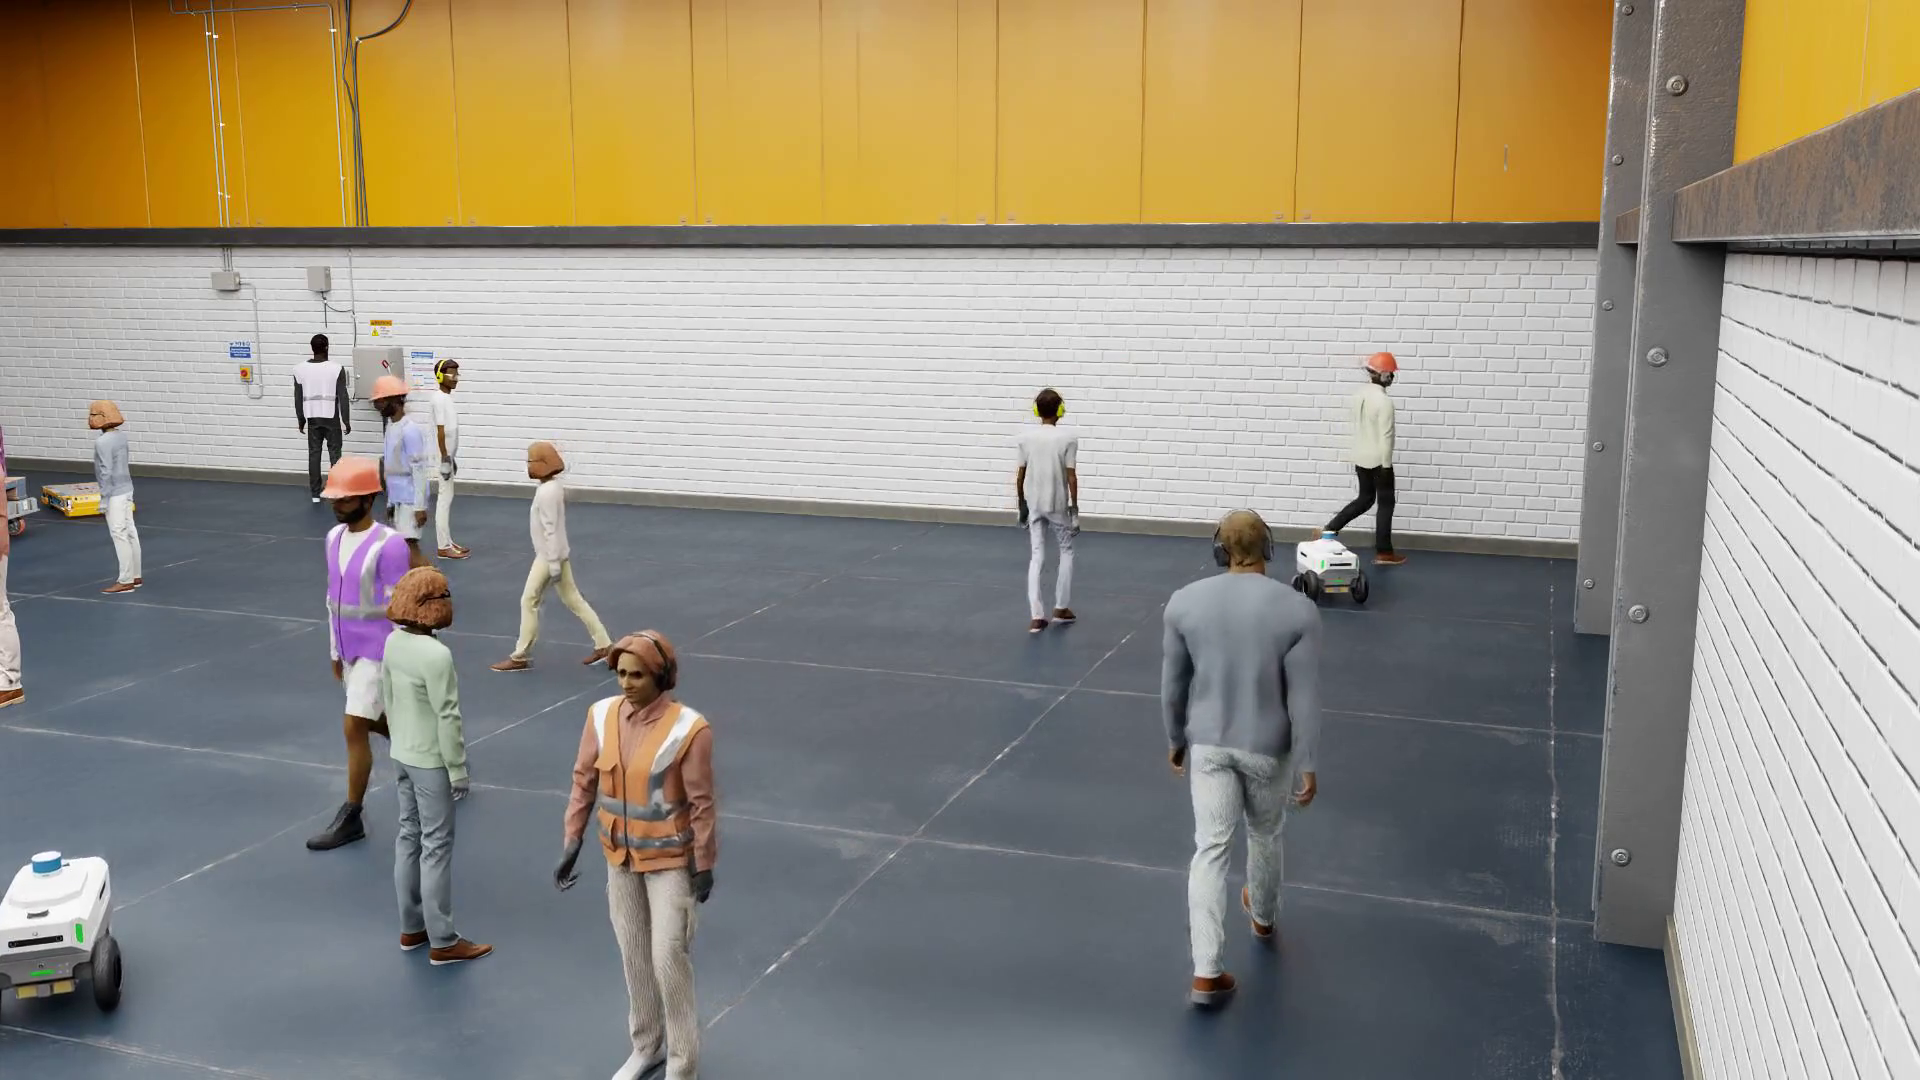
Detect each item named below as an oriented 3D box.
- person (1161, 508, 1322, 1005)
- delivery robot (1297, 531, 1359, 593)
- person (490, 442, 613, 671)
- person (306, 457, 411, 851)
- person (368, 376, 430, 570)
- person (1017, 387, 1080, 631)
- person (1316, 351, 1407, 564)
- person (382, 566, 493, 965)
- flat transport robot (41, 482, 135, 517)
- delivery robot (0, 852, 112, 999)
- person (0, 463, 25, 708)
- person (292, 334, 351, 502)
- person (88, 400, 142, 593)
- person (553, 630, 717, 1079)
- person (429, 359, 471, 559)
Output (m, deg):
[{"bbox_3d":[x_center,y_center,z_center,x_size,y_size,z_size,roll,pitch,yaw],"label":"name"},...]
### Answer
[{"bbox_3d":[1.115,0.823,6.618,0.655,1.875,1.039,3,11,17],"label":"person"},{"bbox_3d":[3.047,0.169,13.787,0.477,0.478,0.707,-1,10,-5],"label":"delivery robot"},{"bbox_3d":[-2.794,0.111,11.455,0.839,1.593,0.513,-1,10,-7],"label":"person"},{"bbox_3d":[-2.900,0.518,8.294,0.548,1.912,0.897,7,12,35],"label":"person"},{"bbox_3d":[-4.361,-0.324,13.058,0.423,1.908,0.645,-7,12,-33],"label":"person"},{"bbox_3d":[0.703,-0.238,12.744,0.560,1.837,0.688,4,11,22],"label":"person"},{"bbox_3d":[3.717,-0.739,15.186,0.770,1.972,0.621,-3,10,-15],"label":"person"},{"bbox_3d":[-2.175,0.914,6.818,0.285,1.634,0.499,-9,14,-43],"label":"person"},{"bbox_3d":[-9.680,-0.467,18.434,0.652,0.197,1.431,-8,13,-38],"label":"flat transport robot"},{"bbox_3d":[-3.550,1.463,6.501,0.477,0.478,0.707,-4,11,-20],"label":"delivery robot"},{"bbox_3d":[-6.230,0.078,10.527,0.608,1.989,0.386,8,13,38],"label":"person"},{"bbox_3d":[-7.250,-1.379,18.931,0.596,1.916,0.372,0,10,-1],"label":"person"},{"bbox_3d":[-7.136,-0.366,14.027,0.285,1.633,0.501,-1,10,-6],"label":"person"},{"bbox_3d":[-1.089,1.111,5.714,0.530,1.634,0.386,6,11,29],"label":"person"},{"bbox_3d":[-4.802,-0.762,15.613,0.335,1.865,0.519,-2,10,-11],"label":"person"}]
